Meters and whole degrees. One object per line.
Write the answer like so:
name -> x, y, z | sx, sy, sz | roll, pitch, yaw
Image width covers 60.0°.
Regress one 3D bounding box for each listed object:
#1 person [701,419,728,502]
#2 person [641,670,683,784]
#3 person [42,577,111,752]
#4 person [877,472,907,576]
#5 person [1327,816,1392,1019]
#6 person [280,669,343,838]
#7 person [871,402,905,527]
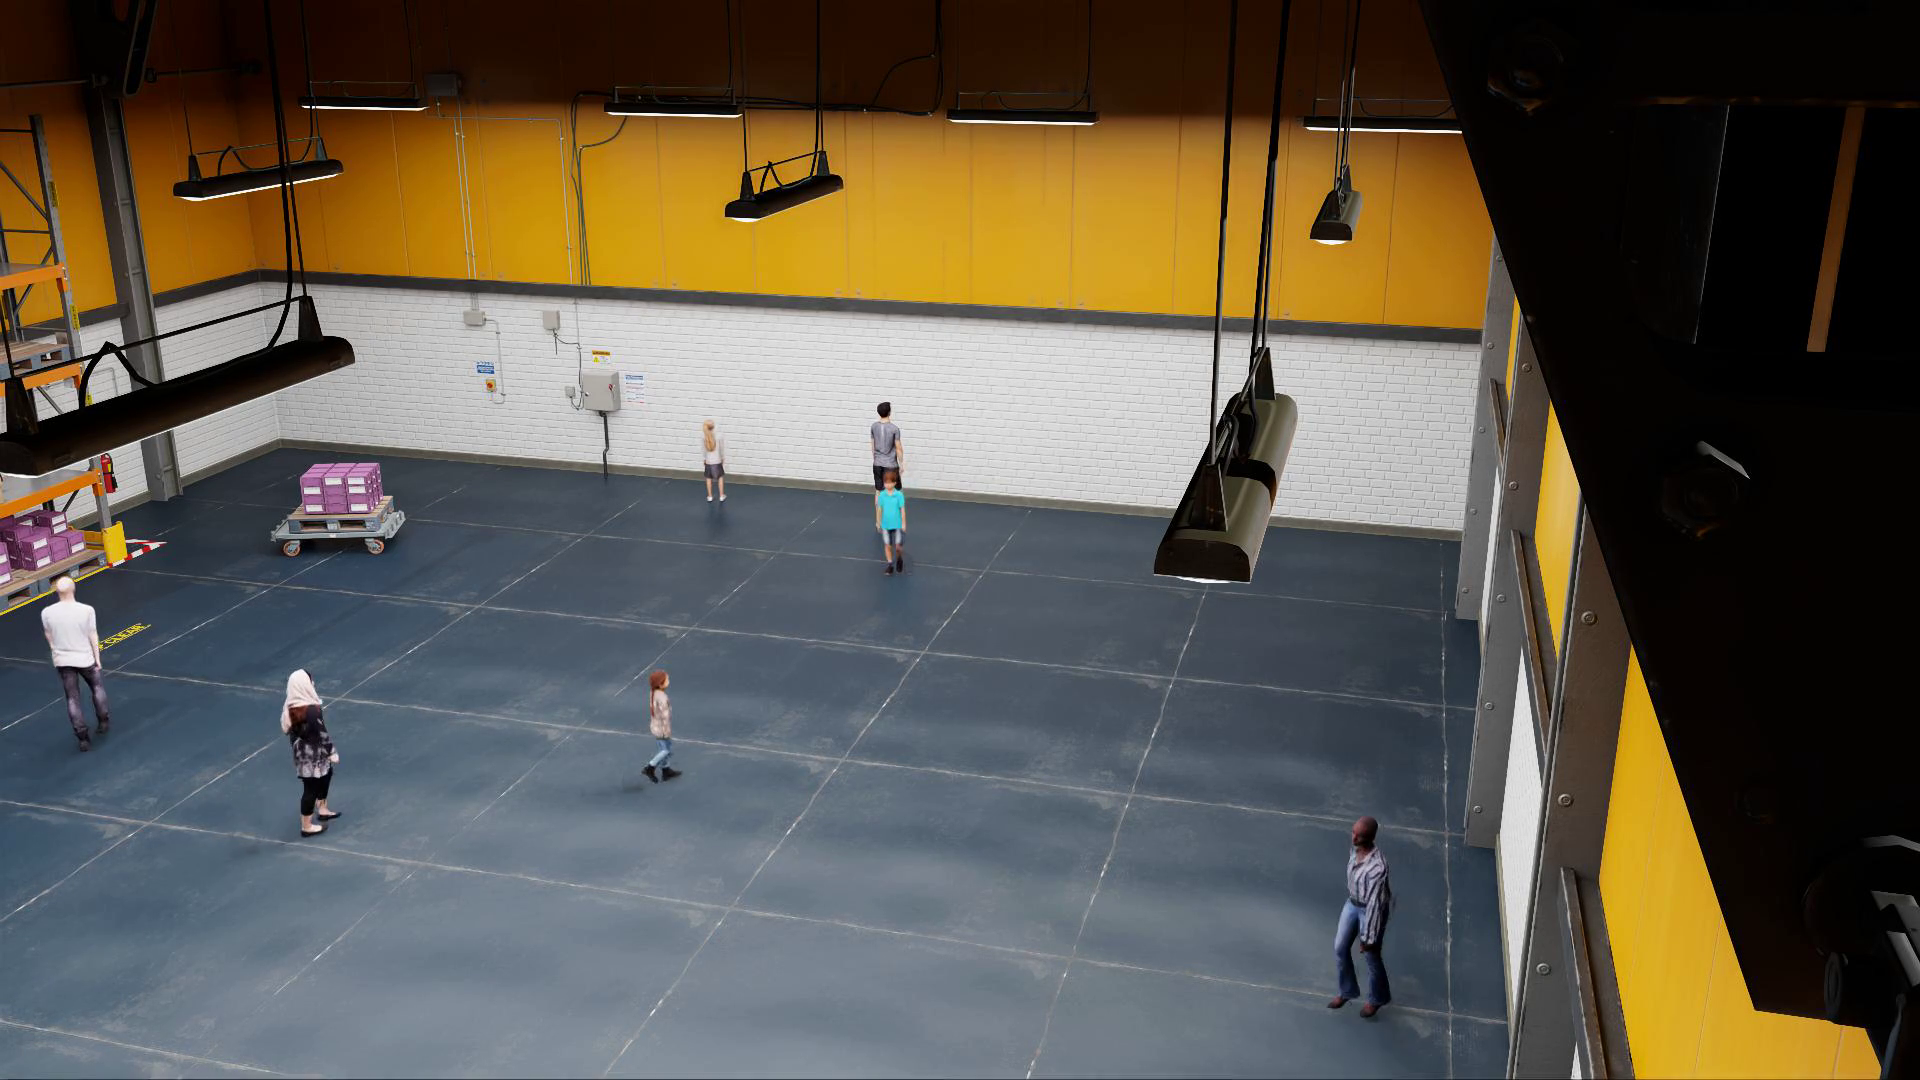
person -> -3.781, -1.230, 25.518 | 0.558, 1.275, 0.587 | 0, 19, -1
person -> -3.000, 1.859, 16.479 | 0.737, 1.189, 0.686 | -9, 20, -24
person -> -9.146, 1.305, 17.163 | 0.977, 1.802, 1.091 | -7, 20, -20
person -> -0.889, -0.242, 22.326 | 0.530, 1.438, 0.536 | 5, 19, 13
person -> 3.124, 2.860, 12.611 | 0.895, 1.761, 0.839 | -5, 19, -13
person -> -6.097, 1.998, 15.392 | 0.832, 1.619, 0.780 | -17, 25, -40
person -> -1.082, -1.103, 24.205 | 0.698, 1.871, 0.626 | 9, 21, 25
